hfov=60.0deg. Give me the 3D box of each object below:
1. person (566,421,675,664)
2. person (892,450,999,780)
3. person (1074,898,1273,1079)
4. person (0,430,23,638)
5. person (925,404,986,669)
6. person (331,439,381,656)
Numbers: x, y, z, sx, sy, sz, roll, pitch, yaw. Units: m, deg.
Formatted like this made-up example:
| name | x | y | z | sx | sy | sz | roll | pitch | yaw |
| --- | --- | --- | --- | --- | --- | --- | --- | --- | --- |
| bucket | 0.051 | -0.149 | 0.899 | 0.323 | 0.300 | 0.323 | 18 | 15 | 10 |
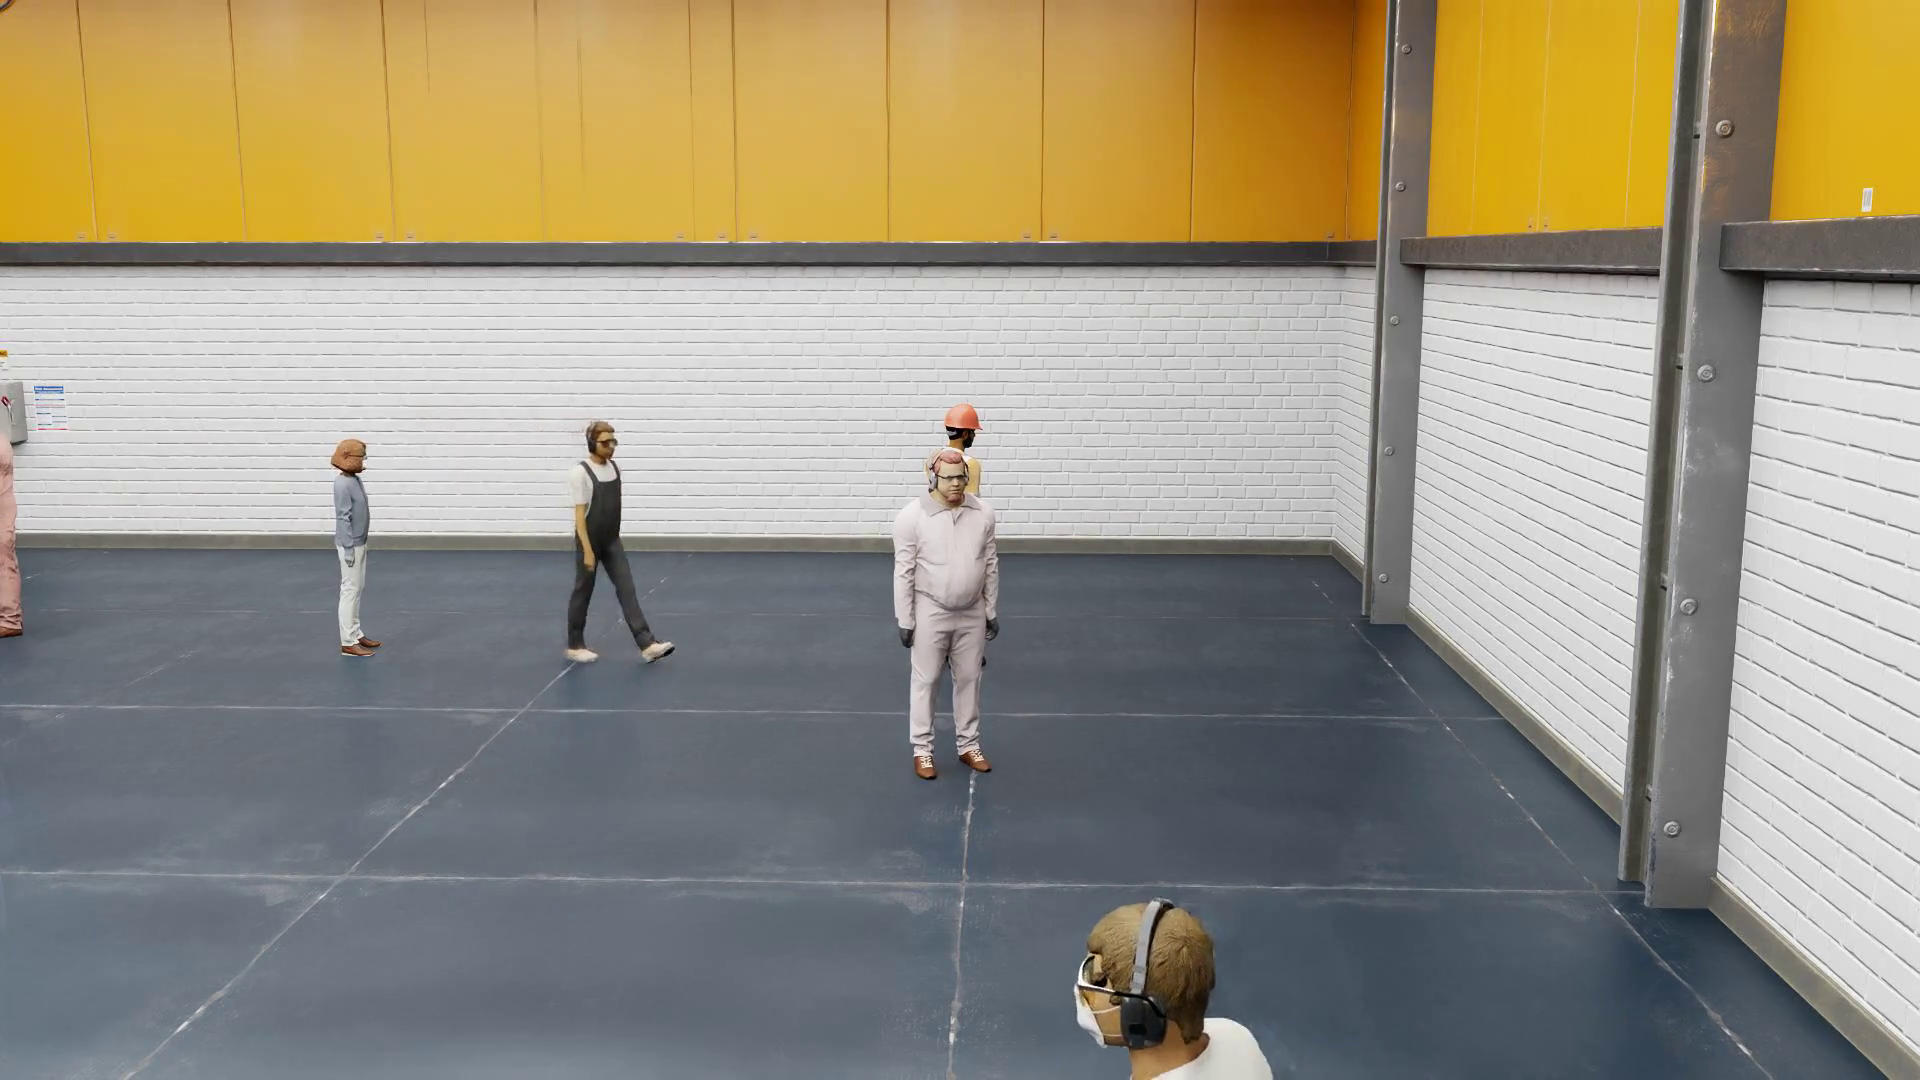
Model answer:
| name | x | y | z | sx | sy | sz | roll | pitch | yaw |
| --- | --- | --- | --- | --- | --- | --- | --- | --- | --- |
| person | -2.547 | 0.041 | 12.105 | 0.947 | 1.797 | 0.535 | 6 | 11 | 32 |
| person | -0.065 | 0.426 | 9.568 | 0.639 | 1.902 | 0.402 | -5 | 11 | -25 |
| person | 0.399 | 1.554 | 3.016 | 1.032 | 1.893 | 0.636 | 6 | 12 | 33 |
| person | -7.629 | -0.174 | 13.063 | 0.399 | 1.905 | 0.642 | -4 | 11 | -24 |
| person | -0.008 | -0.025 | 12.117 | 0.382 | 1.932 | 0.541 | -8 | 13 | -40 |
| person | -4.561 | 0.051 | 12.533 | 0.265 | 1.631 | 0.508 | -1 | 10 | -8 |
